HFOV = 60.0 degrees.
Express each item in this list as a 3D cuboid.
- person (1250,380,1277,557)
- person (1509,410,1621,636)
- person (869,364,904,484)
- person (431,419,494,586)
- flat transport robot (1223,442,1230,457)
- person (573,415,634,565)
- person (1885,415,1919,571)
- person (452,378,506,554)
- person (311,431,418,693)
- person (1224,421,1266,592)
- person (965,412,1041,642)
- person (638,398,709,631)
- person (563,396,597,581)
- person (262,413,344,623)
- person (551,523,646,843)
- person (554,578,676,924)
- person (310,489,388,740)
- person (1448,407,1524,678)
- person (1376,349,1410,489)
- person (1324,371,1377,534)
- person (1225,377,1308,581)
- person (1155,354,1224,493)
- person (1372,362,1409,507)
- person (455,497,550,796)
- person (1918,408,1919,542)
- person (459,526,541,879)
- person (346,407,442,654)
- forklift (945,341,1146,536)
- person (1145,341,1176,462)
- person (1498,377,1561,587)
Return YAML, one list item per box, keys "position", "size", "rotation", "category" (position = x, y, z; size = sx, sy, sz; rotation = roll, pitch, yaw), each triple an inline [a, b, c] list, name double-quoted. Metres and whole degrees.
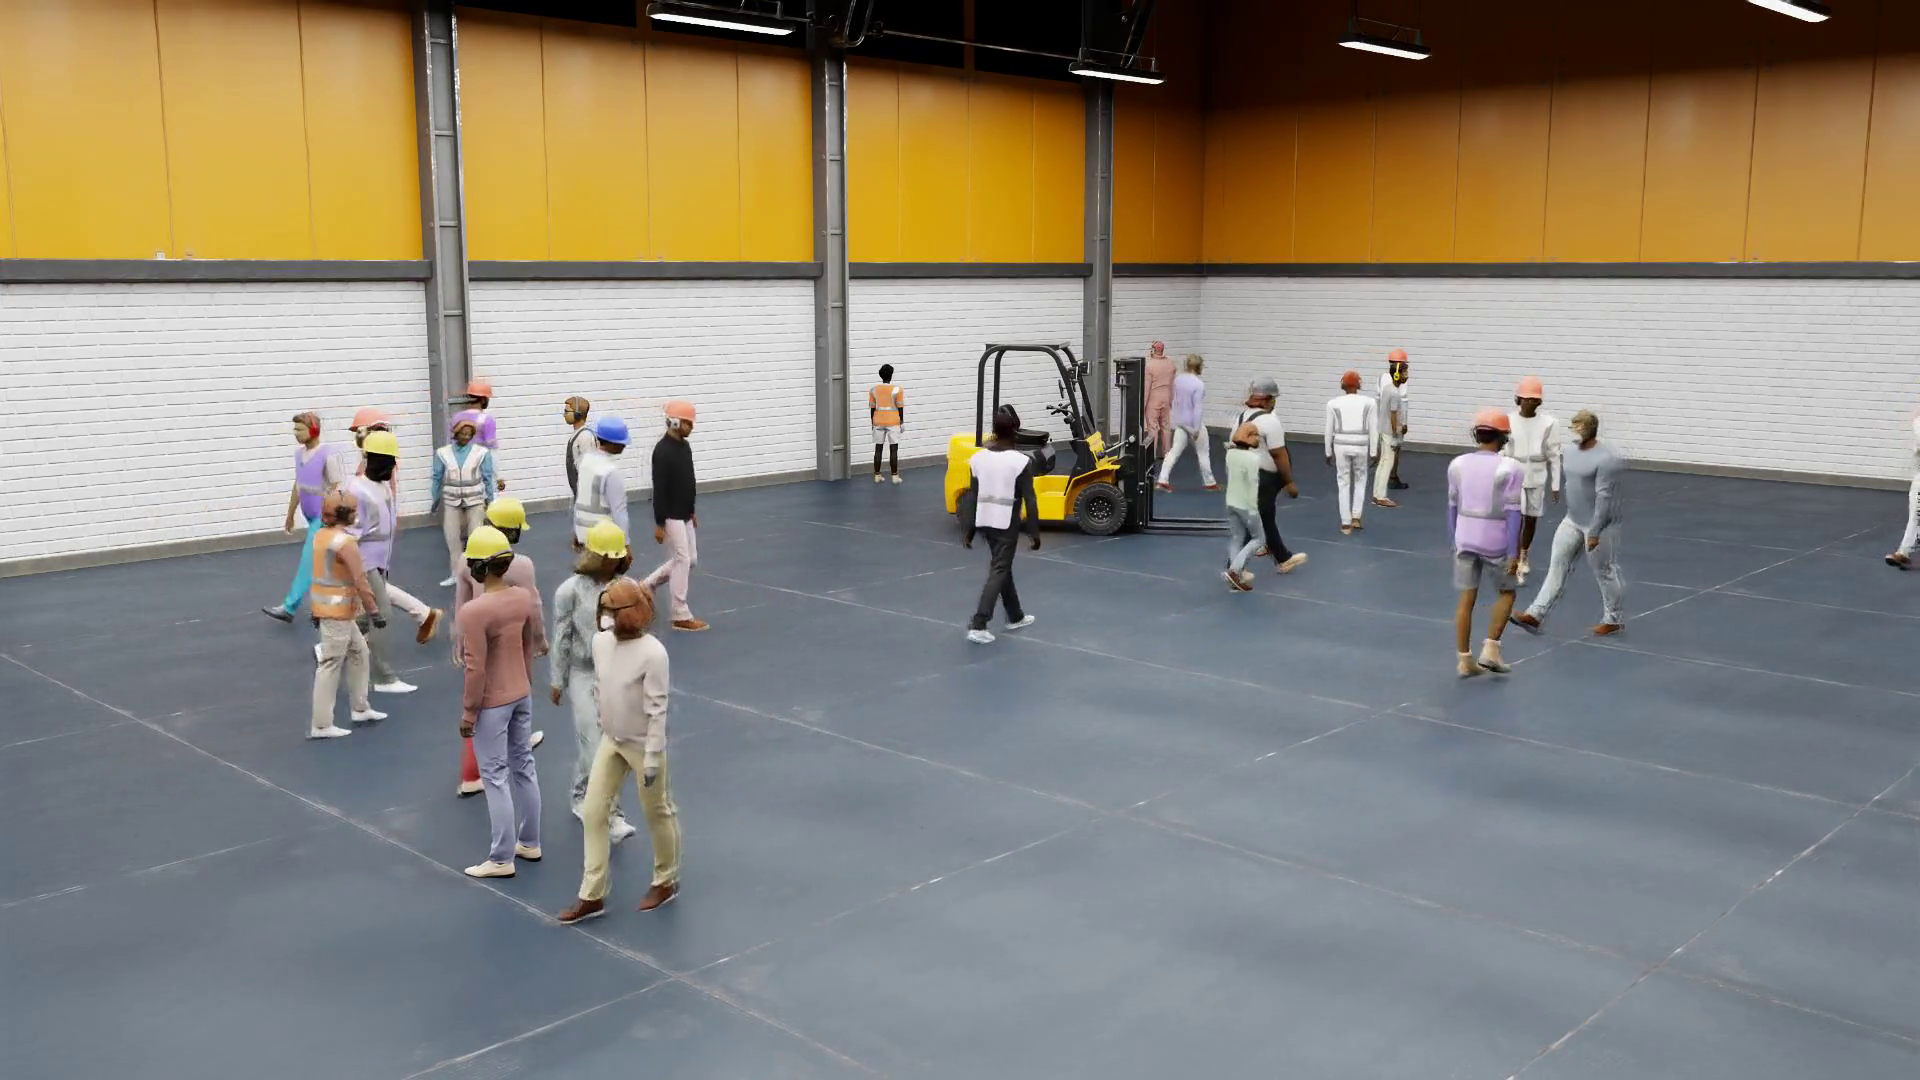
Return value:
- position: [3.164, -0.760, 17.608]
  size: [0.316, 1.870, 0.531]
  rotation: [-3, 10, -16]
  category: "person"
- position: [5.058, -0.116, 13.635]
  size: [1.018, 1.885, 0.638]
  rotation: [-3, 10, -18]
  category: "person"
- position: [-1.035, -1.636, 23.532]
  size: [0.532, 1.694, 0.320]
  rotation: [3, 10, 20]
  category: "person"
- position: [-4.725, -0.342, 15.806]
  size: [0.573, 1.624, 0.358]
  rotation: [-1, 9, -7]
  category: "person"
- position: [4.534, -1.389, 26.354]
  size: [0.652, 0.197, 1.431]
  rotation: [1, 9, 5]
  category: "flat transport robot"
- position: [-2.813, -0.031, 13.041]
  size: [0.500, 1.902, 0.662]
  rotation: [-7, 11, -36]
  category: "person"
- position: [9.759, -0.618, 16.705]
  size: [1.031, 1.871, 0.618]
  rotation: [-5, 10, -26]
  category: "person"
- position: [-4.920, -0.697, 17.071]
  size: [0.544, 1.919, 0.407]
  rotation: [6, 11, 34]
  category: "person"
- position: [-4.326, 0.160, 11.930]
  size: [0.764, 1.891, 0.631]
  rotation: [0, 9, 3]
  category: "person"
- position: [2.653, -0.304, 15.555]
  size: [0.382, 1.616, 0.492]
  rotation: [-5, 11, -29]
  category: "person"
- position: [0.340, -0.116, 13.690]
  size: [0.615, 1.870, 1.017]
  rotation: [7, 12, 38]
  category: "person"
- position: [-2.457, -0.214, 13.966]
  size: [0.651, 1.969, 0.630]
  rotation: [2, 9, 10]
  category: "person"
- position: [-3.576, -0.438, 15.705]
  size: [0.344, 1.847, 0.504]
  rotation: [-3, 10, -16]
  category: "person"
- position: [-5.622, -0.195, 14.360]
  size: [0.593, 1.789, 0.973]
  rotation: [9, 13, 44]
  category: "person"
- position: [-1.878, 0.750, 8.867]
  size: [0.499, 1.685, 0.905]
  rotation: [-8, 12, -39]
  category: "person"
- position: [-1.588, 0.985, 7.683]
  size: [0.524, 1.603, 0.721]
  rotation: [6, 11, 34]
  category: "person"
- position: [-3.956, 0.477, 10.799]
  size: [0.677, 1.614, 0.510]
  rotation: [-7, 11, -36]
  category: "person"
- position: [3.887, 0.031, 12.333]
  size: [0.618, 2.017, 0.524]
  rotation: [9, 13, 44]
  category: "person"
- position: [6.007, -1.673, 23.005]
  size: [0.377, 1.932, 0.552]
  rotation: [-5, 10, -27]
  category: "person"
- position: [4.499, -1.020, 19.182]
  size: [0.592, 1.866, 0.631]
  rotation: [2, 9, 11]
  category: "person"
- position: [3.013, -0.623, 16.245]
  size: [1.020, 2.000, 0.692]
  rotation: [-3, 10, -16]
  category: "person"
- position: [3.105, -1.569, 22.510]
  size: [1.014, 1.897, 0.630]
  rotation: [-5, 11, -30]
  category: "person"
- position: [5.522, -1.350, 21.315]
  size: [0.376, 1.850, 0.543]
  rotation: [1, 9, 6]
  category: "person"
- position: [-2.663, 0.594, 9.789]
  size: [0.519, 1.703, 0.904]
  rotation: [5, 10, 28]
  category: "person"
- position: [11.012, -0.929, 18.567]
  size: [0.859, 1.890, 0.620]
  rotation: [-7, 11, -35]
  category: "person"
- position: [-2.326, 0.806, 8.326]
  size: [0.314, 1.767, 0.534]
  rotation: [3, 10, 20]
  category: "person"
- position: [-4.578, -0.062, 13.079]
  size: [0.806, 1.954, 0.638]
  rotation: [-3, 10, -18]
  category: "person"
- position: [0.977, -1.223, 19.452]
  size: [2.313, 2.155, 1.214]
  rotation: [2, 9, 11]
  category: "forklift"
- position: [3.092, -2.184, 26.225]
  size: [0.638, 1.909, 0.408]
  rotation: [-6, 11, -34]
  category: "person"
- position: [5.508, -0.595, 16.207]
  size: [0.622, 2.005, 0.999]
  rotation: [1, 9, 8]
  category: "person"
